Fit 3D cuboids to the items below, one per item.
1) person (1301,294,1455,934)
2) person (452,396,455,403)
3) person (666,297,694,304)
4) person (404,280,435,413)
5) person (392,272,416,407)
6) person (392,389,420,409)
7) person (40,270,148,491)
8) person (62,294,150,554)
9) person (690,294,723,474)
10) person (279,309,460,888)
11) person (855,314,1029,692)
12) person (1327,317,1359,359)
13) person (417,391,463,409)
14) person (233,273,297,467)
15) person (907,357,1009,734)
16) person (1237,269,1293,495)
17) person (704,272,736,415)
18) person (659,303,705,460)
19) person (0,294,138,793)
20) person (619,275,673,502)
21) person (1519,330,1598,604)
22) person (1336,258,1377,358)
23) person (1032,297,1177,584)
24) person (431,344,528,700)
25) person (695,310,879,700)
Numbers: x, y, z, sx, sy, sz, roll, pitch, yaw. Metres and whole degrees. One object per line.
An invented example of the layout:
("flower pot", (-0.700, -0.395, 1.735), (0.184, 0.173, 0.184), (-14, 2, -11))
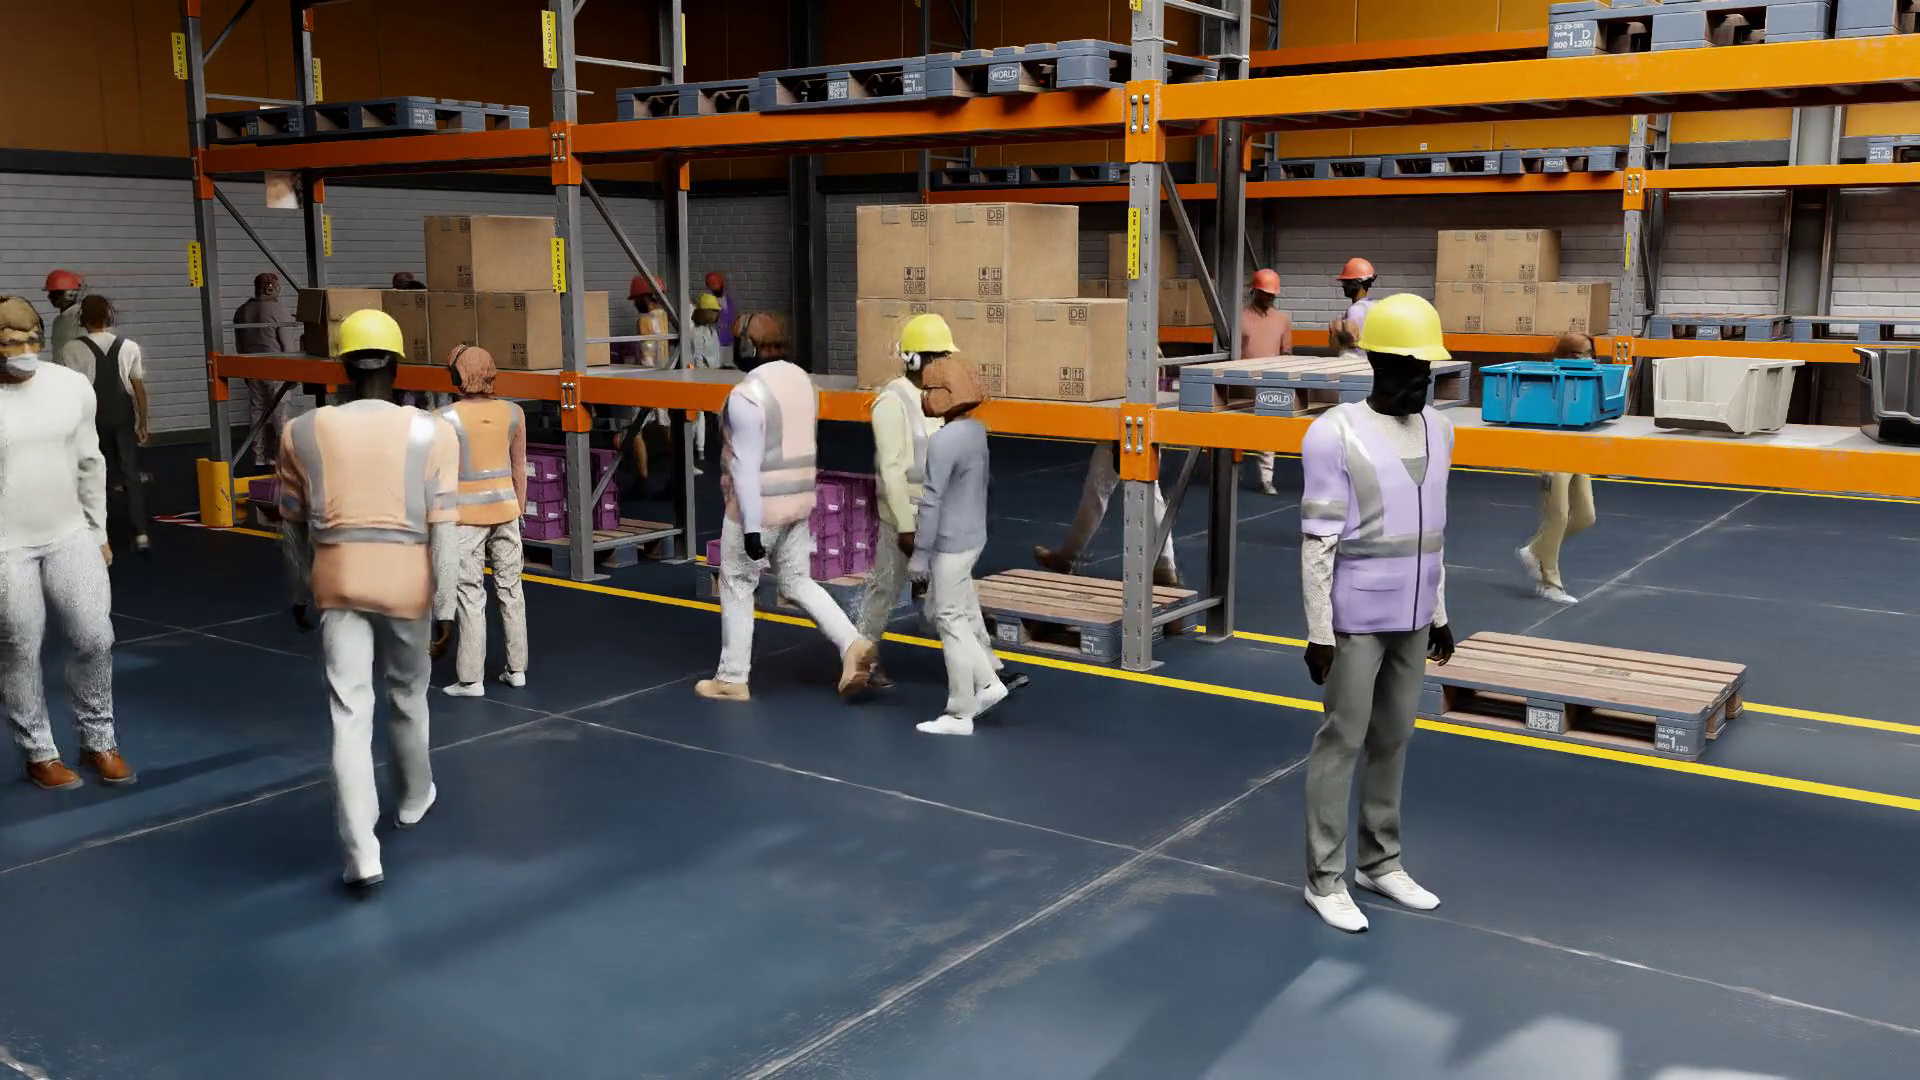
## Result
("person", (1.295, 0.220, 5.072), (0.595, 1.923, 0.379), (-6, 11, -33))
("person", (-5.980, -2.197, 19.496), (0.599, 1.915, 0.377), (4, 10, 24))
("person", (-3.755, -2.640, 22.339), (0.566, 1.846, 0.371), (8, 12, 39))
("person", (-5.420, -1.651, 16.496), (0.514, 1.837, 0.707), (5, 11, 27))
("person", (-5.875, -1.892, 17.706), (0.411, 1.908, 0.643), (-4, 10, -24))
("person", (-6.477, -2.064, 19.351), (0.533, 1.695, 0.319), (-7, 12, -35))
("person", (-7.609, -1.356, 14.385), (0.606, 1.955, 1.009), (6, 11, 31))
("person", (-5.902, -0.803, 11.549), (0.538, 1.799, 0.964), (-9, 13, -43))
("person", (-2.310, -1.450, 15.640), (0.872, 1.700, 0.508), (3, 10, 18))
("person", (-1.966, 0.169, 5.568), (0.606, 1.871, 1.017), (-2, 10, -11))
("person", (-0.157, -0.145, 7.676), (0.945, 1.779, 0.618), (6, 11, 34))
("person", (2.721, -0.760, 11.817), (0.401, 1.649, 0.531), (3, 10, 18))
("person", (-4.545, -1.376, 14.795), (0.563, 1.847, 0.462), (-3, 10, -17))
("person", (-6.753, -1.652, 16.295), (0.642, 1.902, 0.399), (3, 10, 18))
("person", (-0.053, 0.037, 7.059), (0.331, 1.621, 0.505), (3, 10, 17))
("person", (2.572, -1.389, 14.574), (0.665, 1.960, 0.700), (-2, 10, -10))
("person", (-3.112, -2.597, 22.004), (0.371, 1.888, 0.704), (7, 12, 36))
("person", (-2.818, -1.732, 16.828), (0.575, 1.881, 0.356), (-8, 12, -38))
("person", (-3.446, 0.044, 6.188), (0.594, 1.902, 0.662), (8, 12, 38))
("person", (-2.624, -1.271, 13.993), (0.695, 1.906, 0.584), (4, 10, 20))
("person", (3.563, -0.439, 9.911), (0.503, 1.621, 0.432), (-7, 12, -35))
("person", (3.365, -1.373, 14.211), (0.375, 2.044, 0.607), (4, 11, 25))
("person", (0.956, -0.621, 10.466), (0.965, 1.788, 0.657), (5, 11, 28))
("person", (-2.223, -0.081, 7.711), (0.309, 1.641, 0.514), (8, 13, 40))
("person", (-0.798, -0.137, 7.557), (0.807, 1.810, 0.621), (6, 11, 30))
